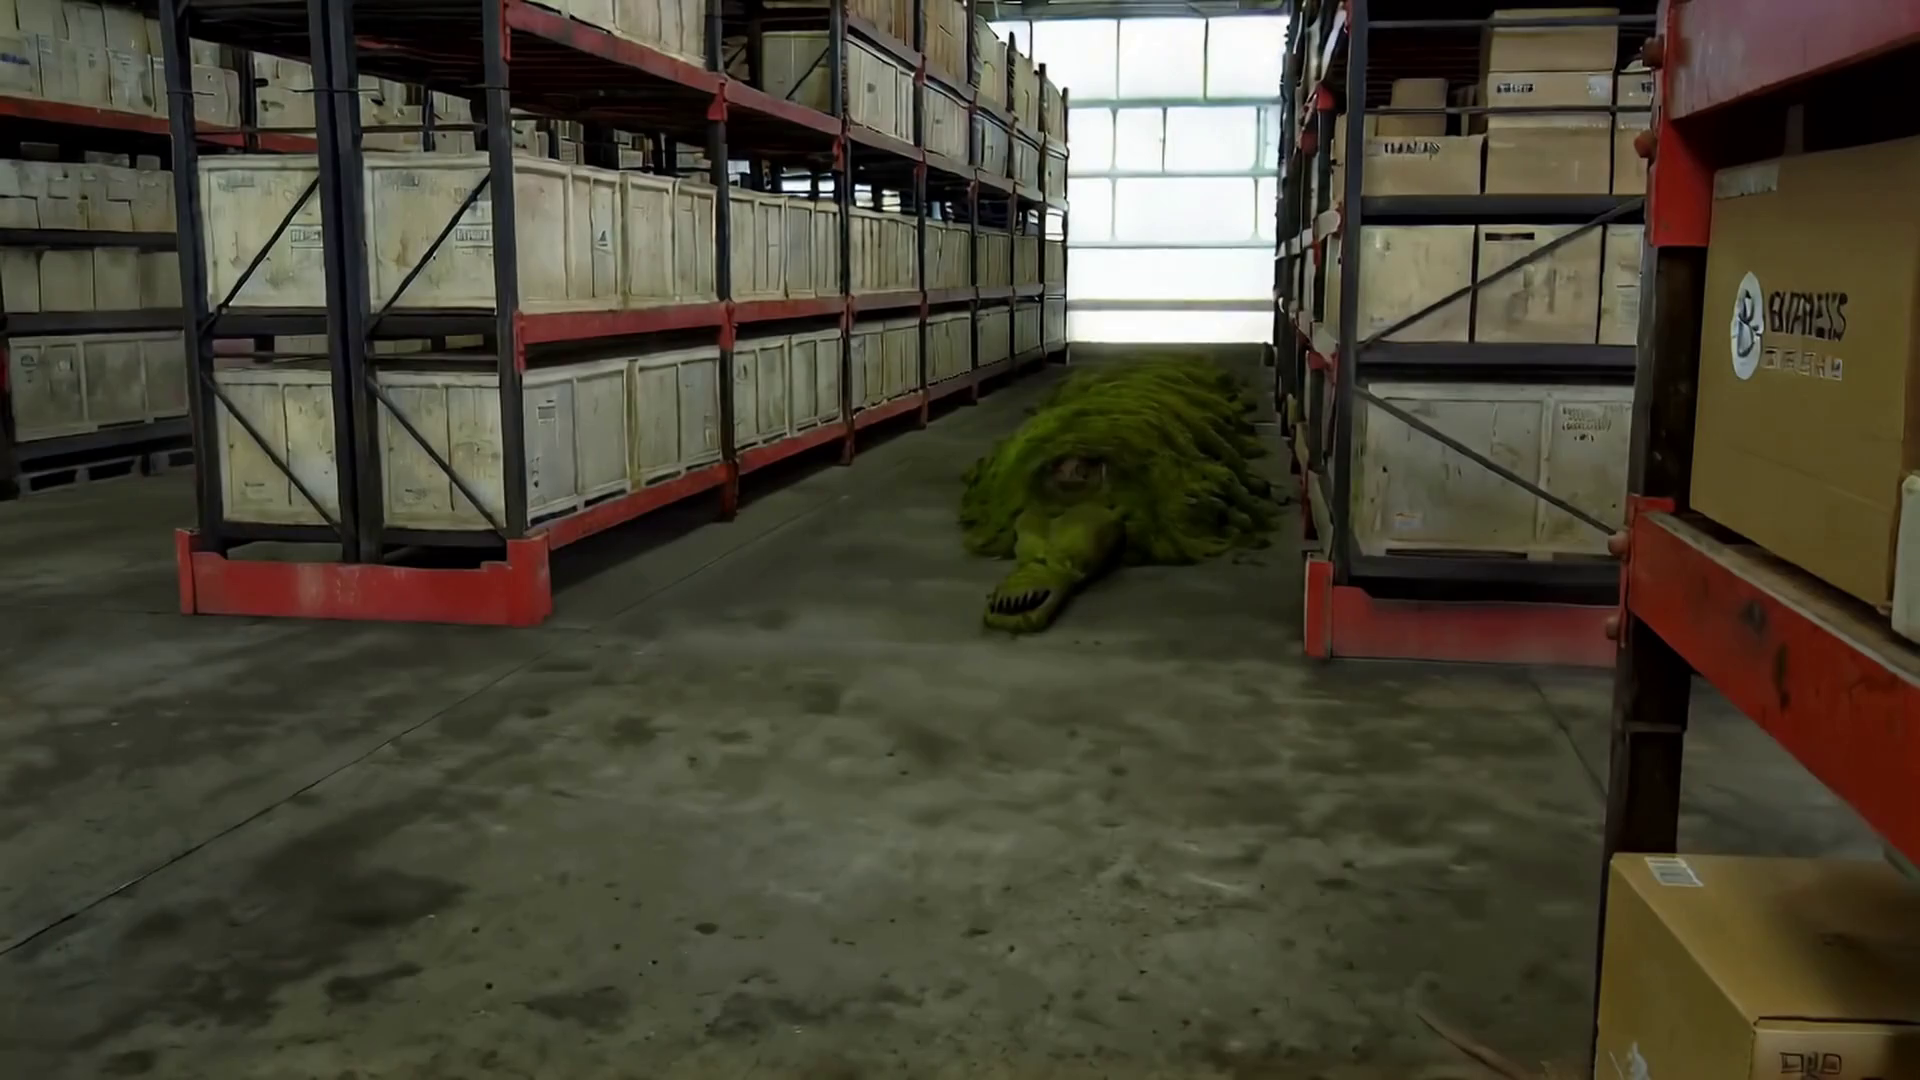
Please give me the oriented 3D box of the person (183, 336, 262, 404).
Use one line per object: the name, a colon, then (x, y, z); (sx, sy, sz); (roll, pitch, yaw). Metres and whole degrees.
person: (-6.322, -1.236, 14.417); (0.646, 1.892, 0.442); (3, 10, 20)
